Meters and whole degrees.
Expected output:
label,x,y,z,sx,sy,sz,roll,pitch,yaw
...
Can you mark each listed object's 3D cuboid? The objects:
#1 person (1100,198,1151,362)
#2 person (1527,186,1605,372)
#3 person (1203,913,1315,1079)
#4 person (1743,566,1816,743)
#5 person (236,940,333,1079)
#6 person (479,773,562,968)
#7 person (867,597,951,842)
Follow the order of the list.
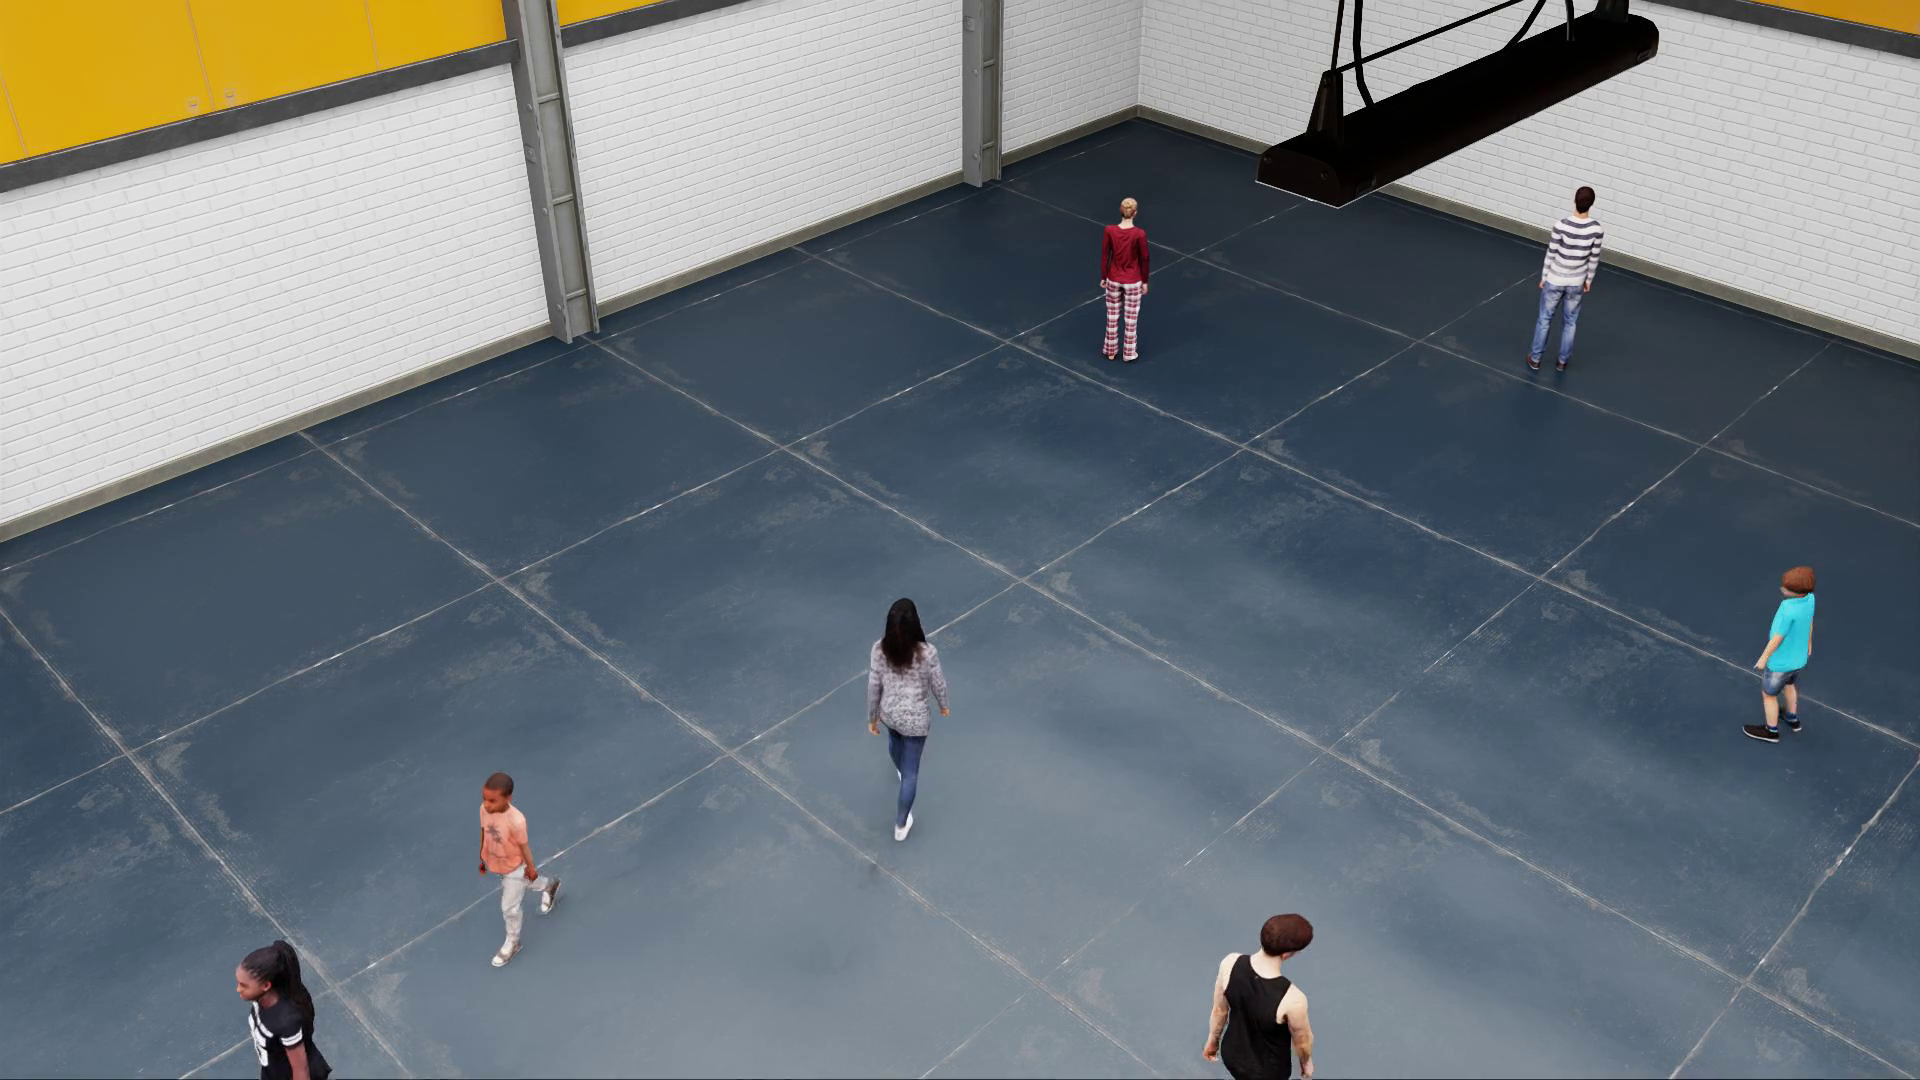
label,x,y,z,sx,sy,sz,roll,pitch,yaw
person,1.606,-2.559,16.277,0.690,1.700,0.667,10,35,15
person,5.858,-2.518,16.082,0.706,1.849,0.732,4,34,7
person,1.431,2.652,8.308,0.662,1.843,1.152,28,43,36
person,5.761,0.795,11.482,0.532,1.423,0.735,-15,36,-21
person,-3.265,2.675,8.406,1.128,1.698,0.617,-28,43,-36
person,-2.661,1.879,9.965,0.575,1.298,0.908,22,39,29
person,-0.381,1.185,10.648,0.948,1.697,1.135,9,35,13
